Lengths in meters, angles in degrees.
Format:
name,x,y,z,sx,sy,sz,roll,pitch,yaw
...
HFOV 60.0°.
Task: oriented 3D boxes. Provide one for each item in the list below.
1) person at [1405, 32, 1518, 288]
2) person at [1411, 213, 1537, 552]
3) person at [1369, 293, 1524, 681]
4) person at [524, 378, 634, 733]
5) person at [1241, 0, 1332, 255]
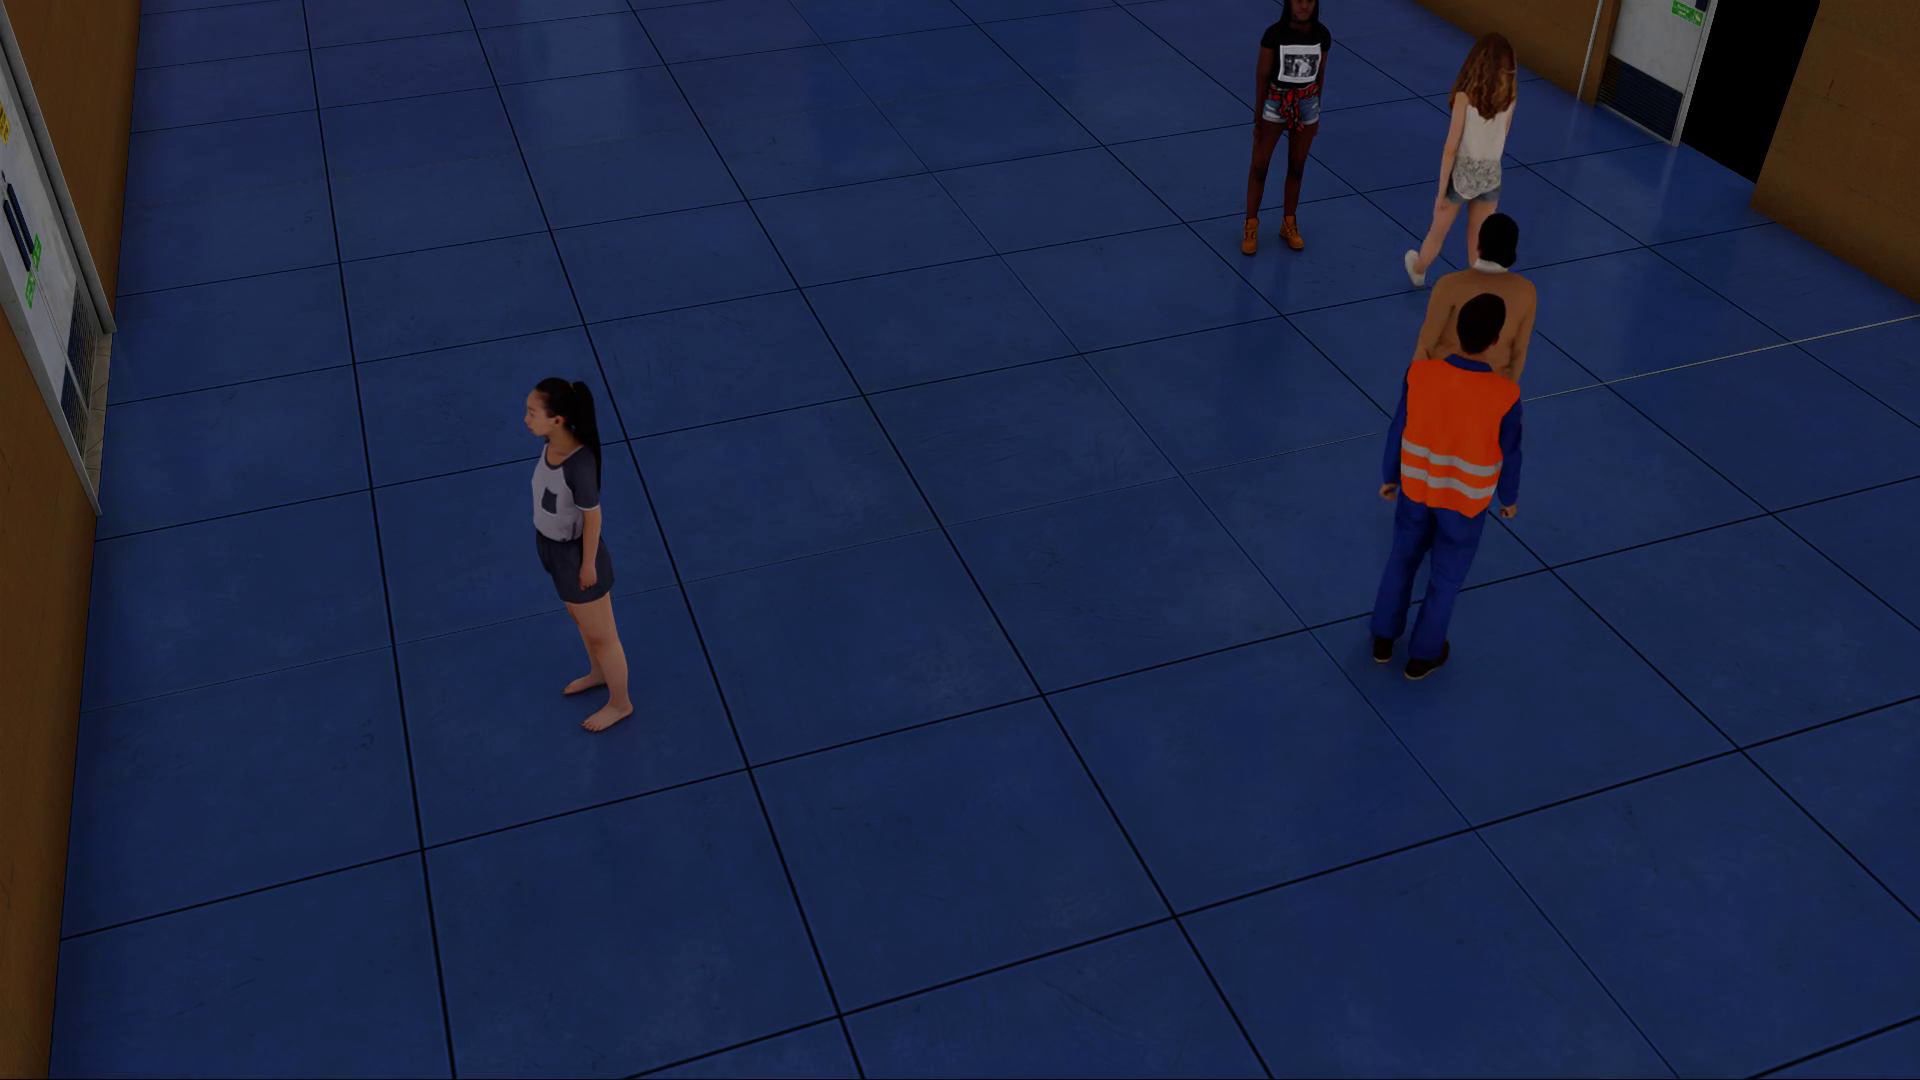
name,x,y,z,sx,sy,sz,roll,pitch,yaw
person,2.936,-1.930,9.407,1.155,1.715,0.833,-3,37,-5
person,2.330,-0.656,7.683,0.899,1.747,0.893,0,37,0
person,2.008,-0.160,6.927,0.817,1.861,0.837,23,43,27
person,-1.557,0.070,6.833,0.575,1.606,0.628,-19,41,-24
person,2.027,-2.632,10.330,0.592,1.729,0.710,-5,37,-7
